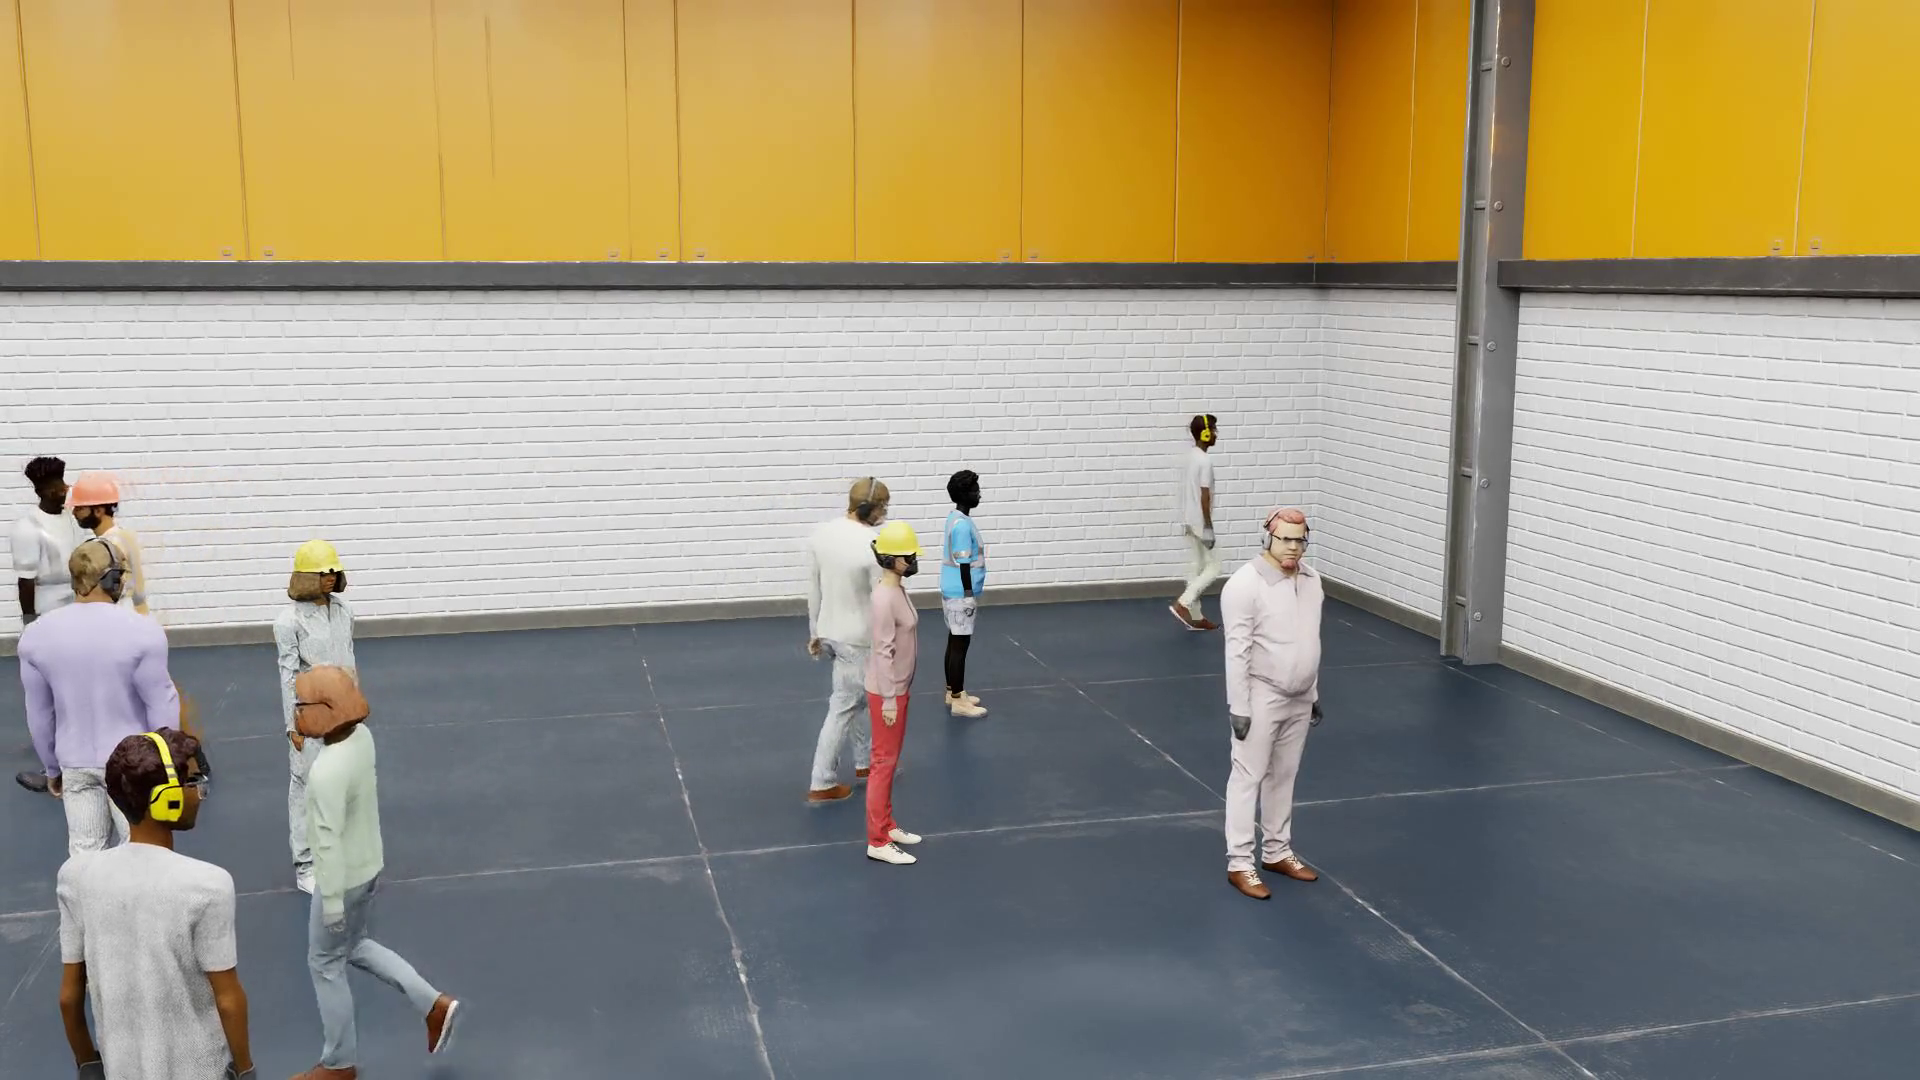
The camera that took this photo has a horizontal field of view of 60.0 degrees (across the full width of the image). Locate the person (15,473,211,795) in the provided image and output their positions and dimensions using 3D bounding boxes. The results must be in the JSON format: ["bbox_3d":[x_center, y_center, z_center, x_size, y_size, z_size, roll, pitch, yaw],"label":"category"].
[{"bbox_3d":[-4.971,0.544,9.736,1.038,1.878,0.566,-4,10,-21],"label":"person"}]

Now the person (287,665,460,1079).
[{"bbox_3d":[-2.218,1.243,6.149,0.538,1.616,0.503,0,9,-1],"label":"person"}]

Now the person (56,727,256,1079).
[{"bbox_3d":[-2.072,1.413,4.356,0.521,1.863,0.319,2,9,9],"label":"person"}]

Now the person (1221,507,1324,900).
[{"bbox_3d":[1.566,0.782,8.171,0.643,1.905,0.400,-7,11,-37],"label":"person"}]

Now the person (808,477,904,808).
[{"bbox_3d":[-0.538,0.572,9.531,0.870,1.890,0.656,-7,12,-38],"label":"person"}]

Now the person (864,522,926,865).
[{"bbox_3d":[-0.330,0.778,8.620,0.321,1.767,0.533,1,9,5],"label":"person"}]

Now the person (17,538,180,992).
[{"bbox_3d":[-3.581,0.959,7.010,0.627,1.923,0.370,0,9,2],"label":"person"}]

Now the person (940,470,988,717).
[{"bbox_3d":[0.023,0.361,11.441,0.318,1.697,0.535,-1,9,-6],"label":"person"}]

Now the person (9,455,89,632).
[{"bbox_3d":[-5.561,0.419,10.376,0.542,1.921,0.636,0,9,2],"label":"person"}]

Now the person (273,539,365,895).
[{"bbox_3d":[-3.123,0.859,8.188,0.294,1.744,0.487,3,10,20],"label":"person"}]

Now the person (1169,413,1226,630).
[{"bbox_3d":[2.033,-0.138,14.039,0.412,1.860,0.544,-2,9,-14],"label":"person"}]
